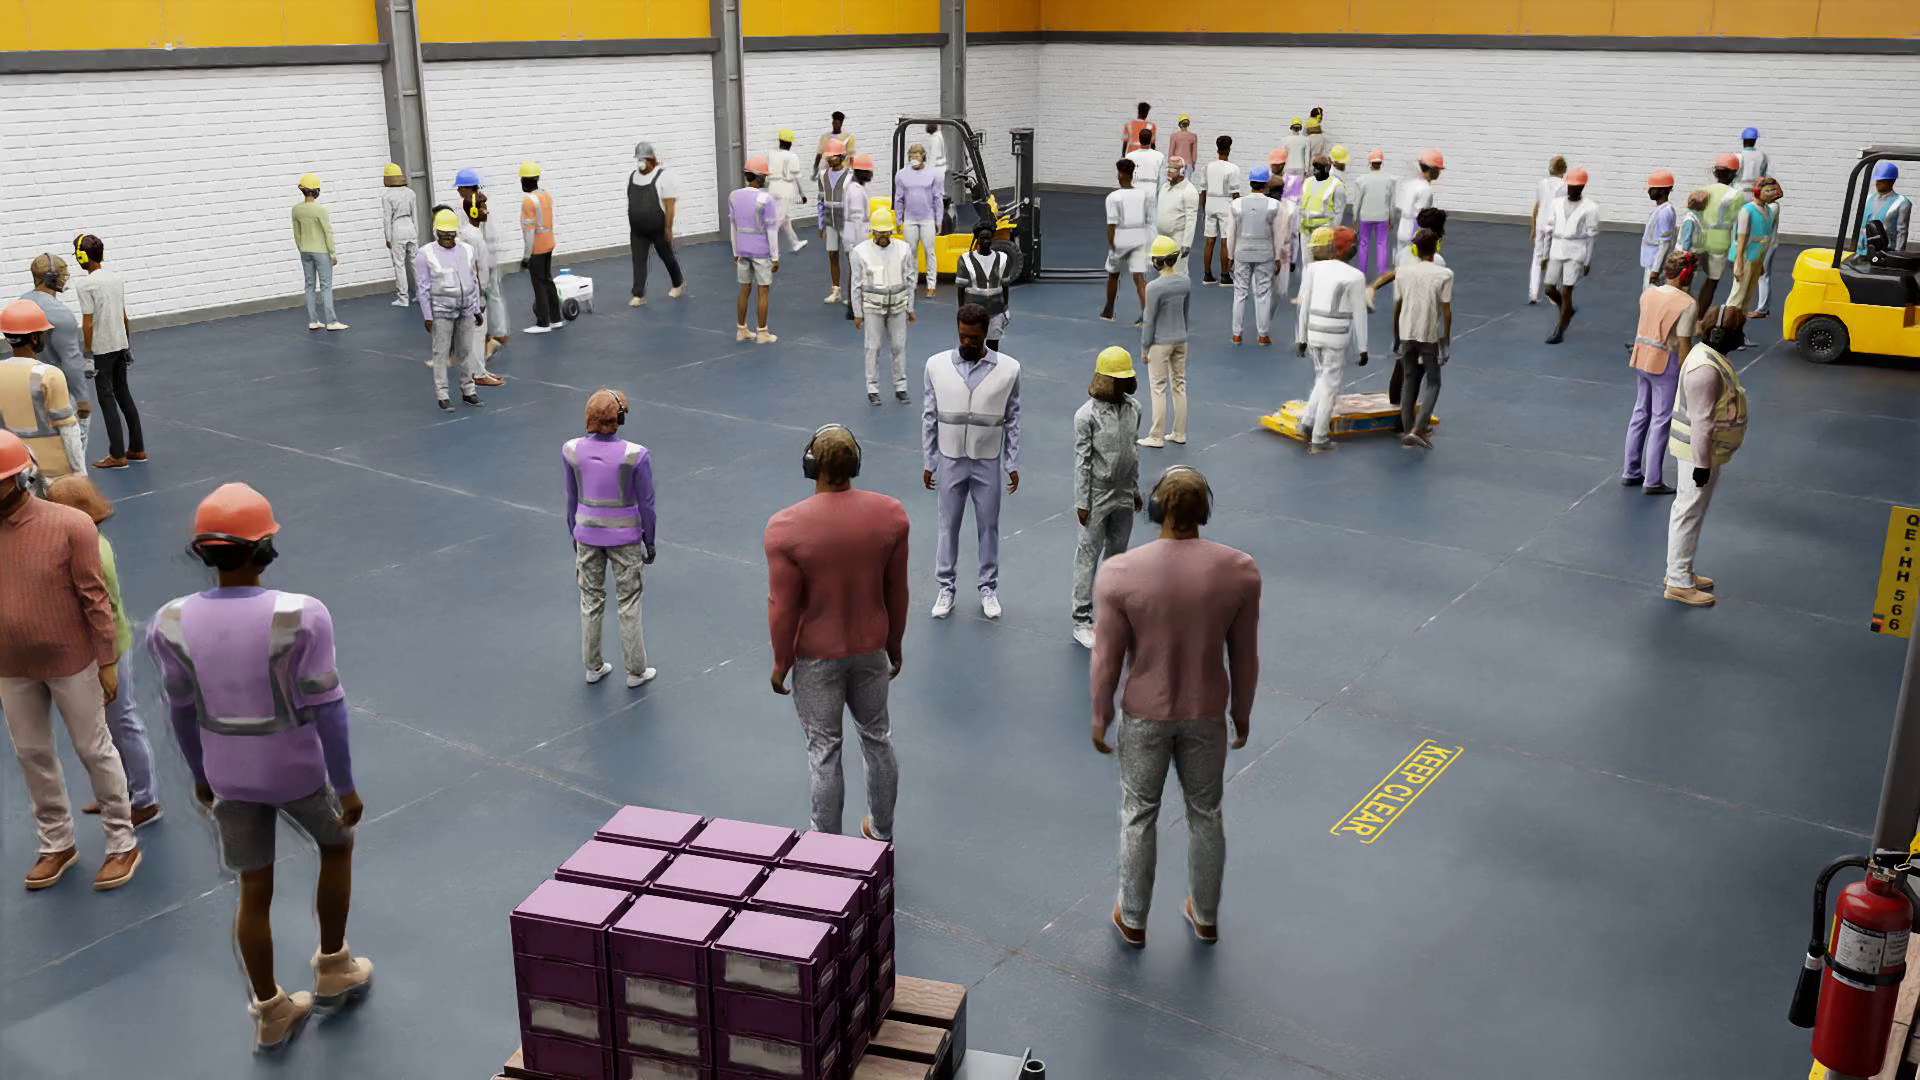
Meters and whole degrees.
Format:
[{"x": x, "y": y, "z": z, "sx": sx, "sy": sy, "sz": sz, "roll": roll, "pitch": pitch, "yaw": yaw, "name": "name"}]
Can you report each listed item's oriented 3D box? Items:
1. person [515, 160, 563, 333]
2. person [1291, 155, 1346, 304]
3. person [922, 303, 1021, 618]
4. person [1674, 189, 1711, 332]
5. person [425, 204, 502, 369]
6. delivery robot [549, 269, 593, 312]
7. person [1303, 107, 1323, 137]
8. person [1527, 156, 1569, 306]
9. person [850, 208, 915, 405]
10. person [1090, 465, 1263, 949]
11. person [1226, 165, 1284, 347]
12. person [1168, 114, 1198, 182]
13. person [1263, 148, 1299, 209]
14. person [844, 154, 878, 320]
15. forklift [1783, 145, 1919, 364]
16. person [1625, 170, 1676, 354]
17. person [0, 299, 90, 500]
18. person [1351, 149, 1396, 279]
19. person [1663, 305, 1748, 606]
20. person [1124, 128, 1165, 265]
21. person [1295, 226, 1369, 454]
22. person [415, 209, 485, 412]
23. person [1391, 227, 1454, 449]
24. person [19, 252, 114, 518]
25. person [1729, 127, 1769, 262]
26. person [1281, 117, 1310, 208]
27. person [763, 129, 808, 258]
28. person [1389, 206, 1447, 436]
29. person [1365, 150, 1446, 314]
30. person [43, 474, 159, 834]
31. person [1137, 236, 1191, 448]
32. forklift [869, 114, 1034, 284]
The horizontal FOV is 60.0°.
[{"x": -4.775, "y": -3.298, "z": 18.760, "sx": 0.377, "sy": 1.927, "sz": 0.590, "roll": 3, "pitch": 18, "yaw": 10, "name": "person"}, {"x": 4.391, "y": -3.790, "z": 20.434, "sx": 0.429, "sy": 1.844, "sz": 0.624, "roll": -15, "pitch": 23, "yaw": -40, "name": "person"}, {"x": 0.068, "y": -0.474, "z": 9.949, "sx": 0.588, "sy": 1.913, "sz": 0.391, "roll": 0, "pitch": 18, "yaw": 1, "name": "person"}, {"x": 8.140, "y": -3.096, "z": 18.605, "sx": 0.313, "sy": 1.631, "sz": 0.525, "roll": 11, "pitch": 21, "yaw": 31, "name": "person"}, {"x": -5.111, "y": -2.577, "z": 16.912, "sx": 0.687, "sy": 1.668, "sz": 0.542, "roll": -3, "pitch": 18, "yaw": -10, "name": "person"}, {"x": -4.695, "y": -2.982, "z": 19.825, "sx": 0.477, "sy": 0.478, "sz": 0.707, "roll": 7, "pitch": 19, "yaw": 21, "name": "delivery robot"}, {"x": 6.314, "y": -6.764, "z": 29.688, "sx": 0.328, "sy": 1.874, "sz": 0.521, "roll": -11, "pitch": 21, "yaw": -30, "name": "person"}, {"x": 7.302, "y": -3.776, "z": 20.417, "sx": 0.647, "sy": 1.823, "sz": 0.447, "roll": 16, "pitch": 24, "yaw": 41, "name": "person"}, {"x": -0.707, "y": -2.148, "z": 15.340, "sx": 0.602, "sy": 1.819, "sz": 0.403, "roll": -6, "pitch": 19, "yaw": -18, "name": "person"}, {"x": 0.817, "y": 0.658, "z": 6.387, "sx": 0.649, "sy": 1.931, "sz": 0.380, "roll": -1, "pitch": 18, "yaw": -3, "name": "person"}, {"x": 3.186, "y": -3.063, "z": 17.988, "sx": 0.611, "sy": 1.947, "sz": 0.388, "roll": 5, "pitch": 19, "yaw": 16, "name": "person"}, {"x": 3.978, "y": -6.730, "z": 29.777, "sx": 0.532, "sy": 1.755, "sz": 0.342, "roll": -3, "pitch": 18, "yaw": -10, "name": "person"}, {"x": 3.981, "y": -3.968, "z": 20.926, "sx": 0.564, "sy": 1.892, "sz": 0.986, "roll": 6, "pitch": 19, "yaw": 19, "name": "person"}, {"x": -1.149, "y": -3.551, "z": 19.581, "sx": 0.502, "sy": 1.923, "sz": 0.568, "roll": -2, "pitch": 18, "yaw": -5, "name": "person"}, {"x": 9.803, "y": -2.879, "z": 17.013, "sx": 2.313, "sy": 2.155, "sz": 1.214, "roll": 12, "pitch": 21, "yaw": 33, "name": "forklift"}, {"x": 7.324, "y": -2.932, "z": 17.597, "sx": 0.364, "sy": 1.934, "sz": 0.553, "roll": 5, "pitch": 18, "yaw": 16, "name": "person"}, {"x": -5.398, "y": -0.452, "z": 9.836, "sx": 0.545, "sy": 1.938, "sz": 0.357, "roll": 4, "pitch": 18, "yaw": 13, "name": "person"}, {"x": 5.572, "y": -4.377, "z": 22.424, "sx": 0.568, "sy": 1.757, "sz": 0.335, "roll": 2, "pitch": 18, "yaw": 7, "name": "person"}, {"x": 4.588, "y": -0.532, "z": 10.244, "sx": 0.429, "sy": 1.844, "sz": 0.625, "roll": 8, "pitch": 19, "yaw": 23, "name": "person"}, {"x": 2.625, "y": -4.889, "z": 23.745, "sx": 0.587, "sy": 1.920, "sz": 0.390, "roll": 1, "pitch": 18, "yaw": 4, "name": "person"}, {"x": 3.052, "y": -1.628, "z": 13.634, "sx": 0.415, "sy": 1.866, "sz": 0.592, "roll": -11, "pitch": 21, "yaw": -31, "name": "person"}, {"x": -4.615, "y": -2.092, "z": 15.142, "sx": 0.592, "sy": 1.828, "sz": 0.404, "roll": -17, "pitch": 24, "yaw": -42, "name": "person"}, {"x": 3.799, "y": -1.648, "z": 13.733, "sx": 0.520, "sy": 1.850, "sz": 0.446, "roll": 10, "pitch": 20, "yaw": 28, "name": "person"}, {"x": -6.362, "y": -1.066, "z": 11.781, "sx": 0.641, "sy": 1.927, "sz": 0.386, "roll": 13, "pitch": 22, "yaw": 35, "name": "person"}, {"x": 11.249, "y": -4.976, "z": 24.003, "sx": 0.656, "sy": 1.920, "sz": 0.709, "roll": -2, "pitch": 18, "yaw": -5, "name": "person"}, {"x": 5.768, "y": -6.409, "z": 28.749, "sx": 0.533, "sy": 1.768, "sz": 0.310, "roll": -1, "pitch": 18, "yaw": -3, "name": "person"}, {"x": -2.606, "y": -5.125, "z": 24.593, "sx": 0.589, "sy": 1.853, "sz": 1.063, "roll": 13, "pitch": 22, "yaw": 35, "name": "person"}, {"x": 3.925, "y": -1.859, "z": 14.235, "sx": 0.395, "sy": 1.959, "sz": 0.631, "roll": -7, "pitch": 19, "yaw": -20, "name": "person"}, {"x": 5.213, "y": -3.578, "z": 19.565, "sx": 0.914, "sy": 1.990, "sz": 0.623, "roll": -2, "pitch": 18, "yaw": -6, "name": "person"}, {"x": -3.825, "y": 0.506, "z": 7.342, "sx": 0.304, "sy": 1.631, "sz": 0.511, "roll": -15, "pitch": 23, "yaw": -39, "name": "person"}, {"x": 1.697, "y": -1.642, "z": 13.854, "sx": 0.525, "sy": 1.762, "sz": 0.342, "roll": -14, "pitch": 22, "yaw": -37, "name": "person"}, {"x": -0.171, "y": -4.594, "z": 22.377, "sx": 2.313, "sy": 2.155, "sz": 1.214, "roll": 1, "pitch": 18, "yaw": 3, "name": "forklift"}]
